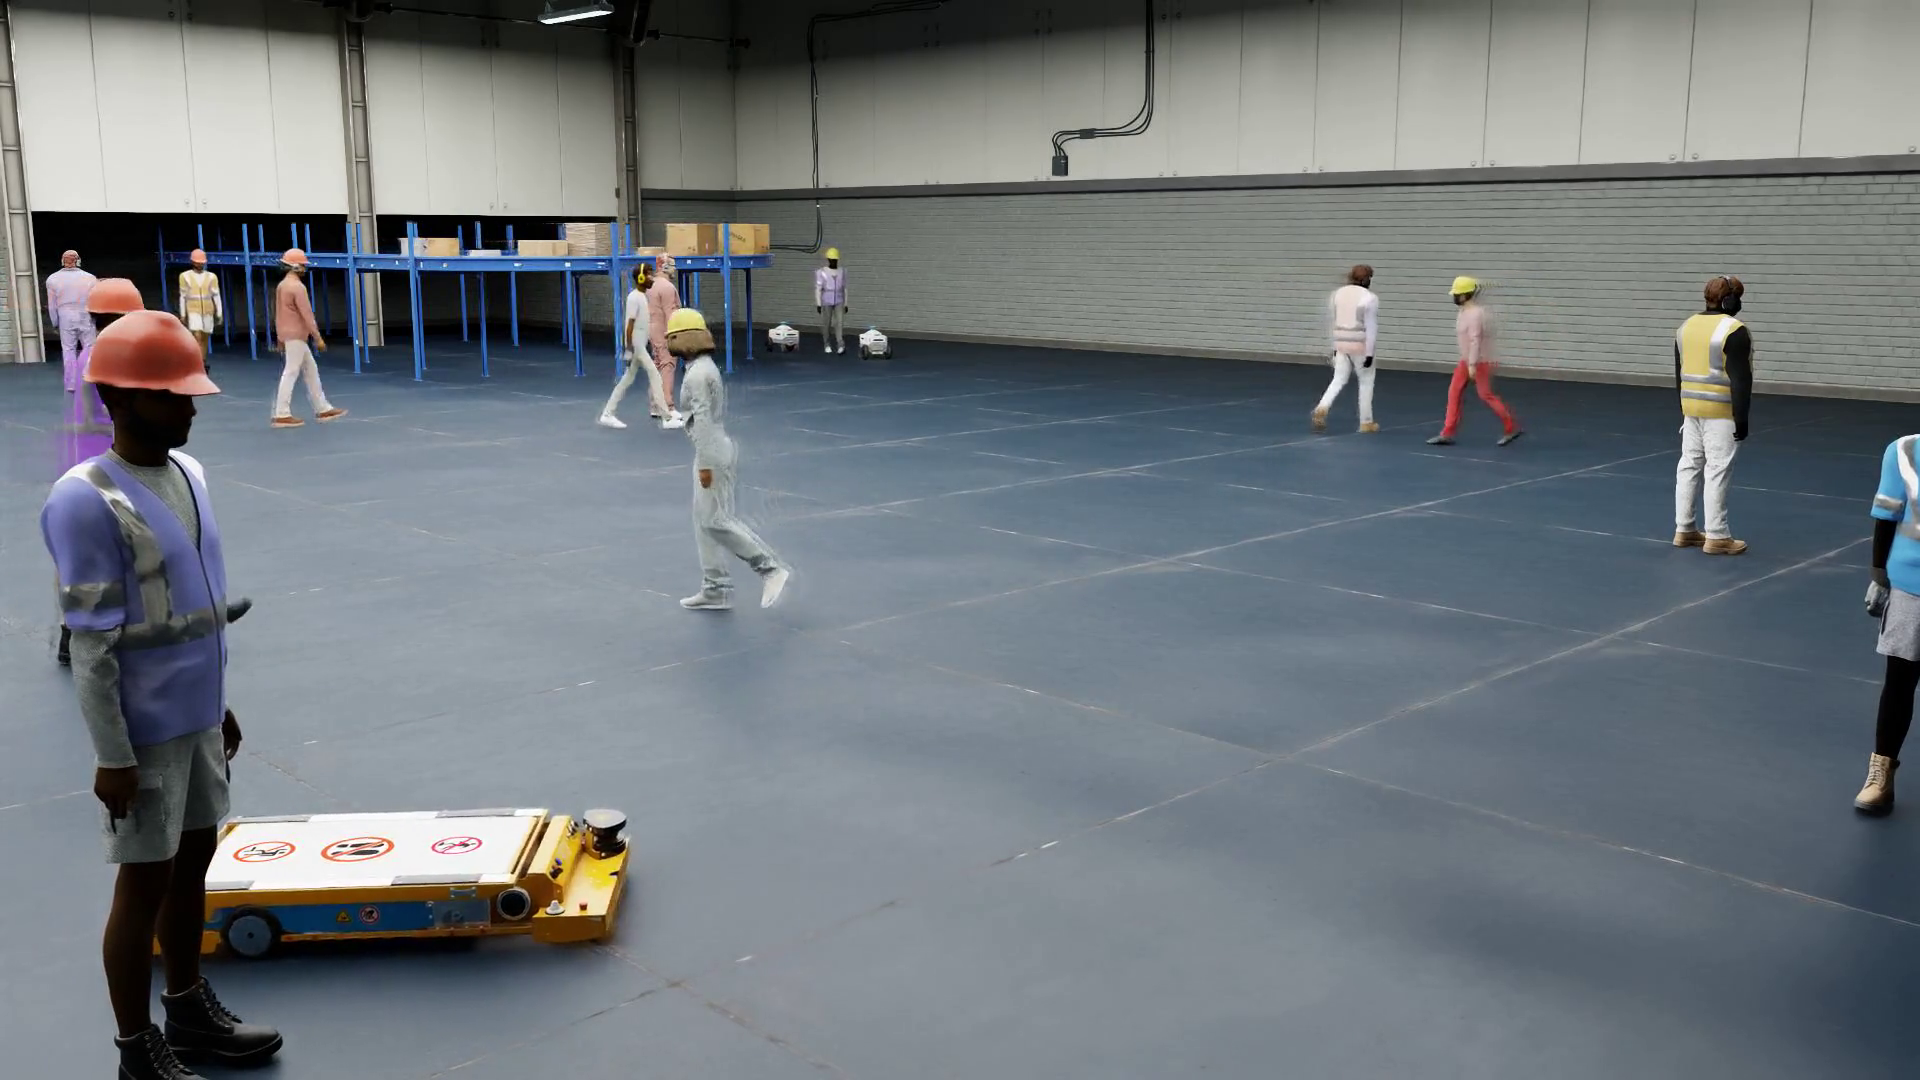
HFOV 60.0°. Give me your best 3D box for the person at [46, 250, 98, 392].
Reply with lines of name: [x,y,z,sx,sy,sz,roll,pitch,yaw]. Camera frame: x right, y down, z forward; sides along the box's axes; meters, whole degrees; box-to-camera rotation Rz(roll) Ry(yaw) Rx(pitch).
person: [-11.964,-2.960,22.537,0.647,1.908,0.409,-4,11,-20]

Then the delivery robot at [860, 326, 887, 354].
delivery robot: [-1.494,-3.446,28.720,0.477,0.478,0.707,-3,11,-16]

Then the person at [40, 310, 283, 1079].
person: [-1.910,0.417,4.037,0.364,1.934,0.553,1,10,3]

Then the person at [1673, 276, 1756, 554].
person: [5.080,-0.847,11.189,0.429,1.844,0.627,-3,11,-16]

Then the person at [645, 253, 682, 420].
person: [-3.394,-2.354,19.235,0.401,1.904,0.649,-6,12,-31]

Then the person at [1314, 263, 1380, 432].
person: [4.198,-2.058,17.878,0.796,1.816,0.631,-9,14,-40]

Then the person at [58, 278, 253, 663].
person: [-4.121,-0.358,8.376,0.998,1.886,0.568,-6,12,-30]

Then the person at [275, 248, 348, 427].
person: [-7.266,-2.253,18.545,0.944,1.954,0.623,-7,13,-35]

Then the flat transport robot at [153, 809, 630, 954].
flat transport robot: [-1.797,1.055,5.222,1.431,0.197,0.652,-1,10,-5]

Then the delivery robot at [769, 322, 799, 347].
delivery robot: [-3.206,-3.727,30.268,0.477,0.478,0.707,-6,12,-28]

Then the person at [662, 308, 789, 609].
person: [-1.338,-0.449,9.396,0.667,1.704,0.535,0,10,-2]

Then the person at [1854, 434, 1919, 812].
person: [3.550,0.181,5.979,0.540,1.695,0.317,7,13,35]

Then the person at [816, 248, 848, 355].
person: [-2.280,-4.262,29.730,0.613,1.883,1.001,-3,11,-17]

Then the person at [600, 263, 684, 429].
person: [-3.531,-2.127,18.286,0.992,1.813,0.539,-1,10,-5]

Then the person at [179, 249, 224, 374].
person: [-11.564,-3.476,25.403,0.555,1.879,1.008,-7,13,-35]

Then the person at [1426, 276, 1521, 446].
person: [5.232,-1.809,16.772,0.897,1.714,0.537,-1,10,-4]
